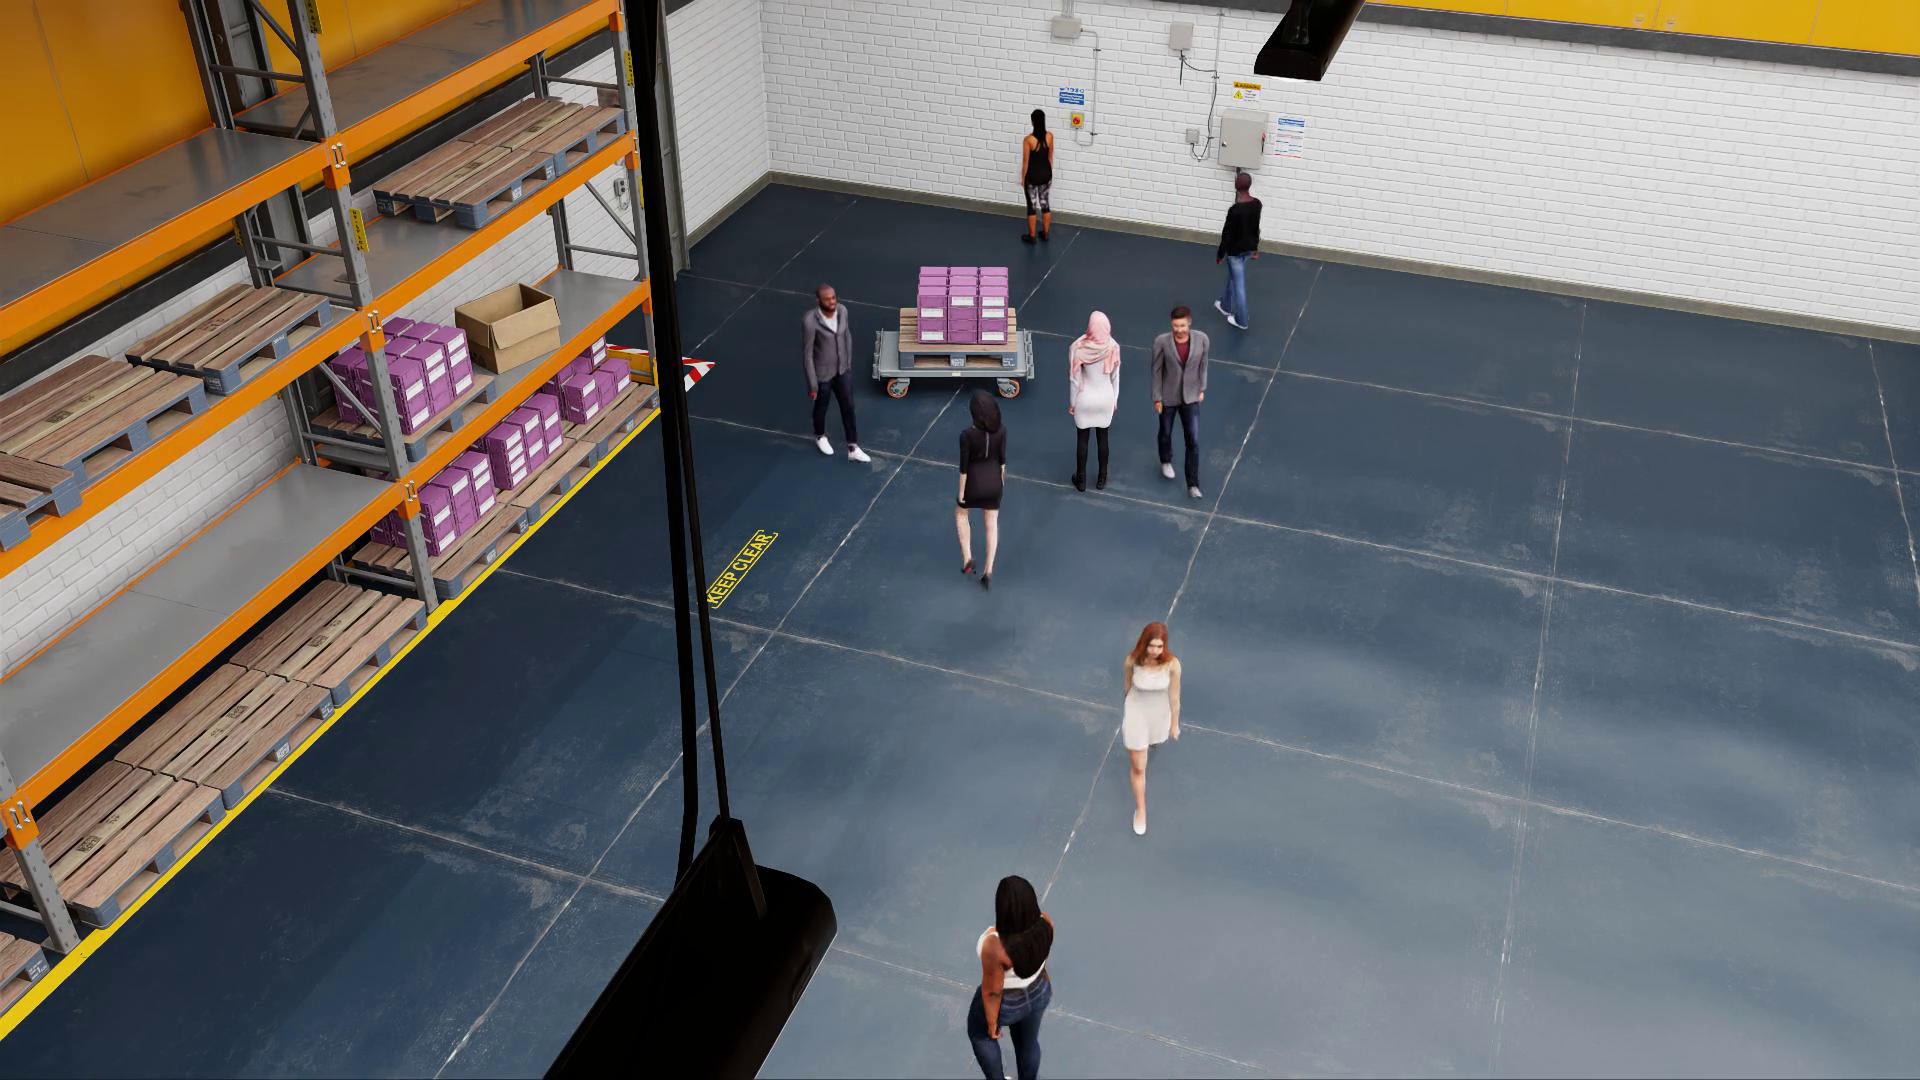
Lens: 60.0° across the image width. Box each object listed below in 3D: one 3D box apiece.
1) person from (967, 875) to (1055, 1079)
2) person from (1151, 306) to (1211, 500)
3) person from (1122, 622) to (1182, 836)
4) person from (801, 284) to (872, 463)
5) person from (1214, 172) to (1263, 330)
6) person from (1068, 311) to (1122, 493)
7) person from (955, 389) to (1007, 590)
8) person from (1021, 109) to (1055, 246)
[{"bbox_3d":[0.357,2.618,9.301,0.761,1.798,0.828,-17,37,-24],"label":"person"},{"bbox_3d":[1.977,-1.339,15.226,0.993,1.828,1.219,-3,34,-5],"label":"person"},{"bbox_3d":[1.305,1.165,11.614,0.749,1.657,1.209,5,34,7],"label":"person"},{"bbox_3d":[-1.281,-1.606,15.664,1.078,1.788,1.102,-23,40,-30],"label":"person"},{"bbox_3d":[3.086,-3.088,17.943,0.902,1.733,0.920,-22,39,-29],"label":"person"},{"bbox_3d":[1.220,-1.263,15.138,0.726,1.800,0.738,-3,34,-5],"label":"person"},{"bbox_3d":[0.217,-0.360,13.793,0.757,1.786,0.813,-12,35,-17],"label":"person"},{"bbox_3d":[0.932,-4.369,19.935,0.639,1.662,0.715,-17,37,-24],"label":"person"}]
